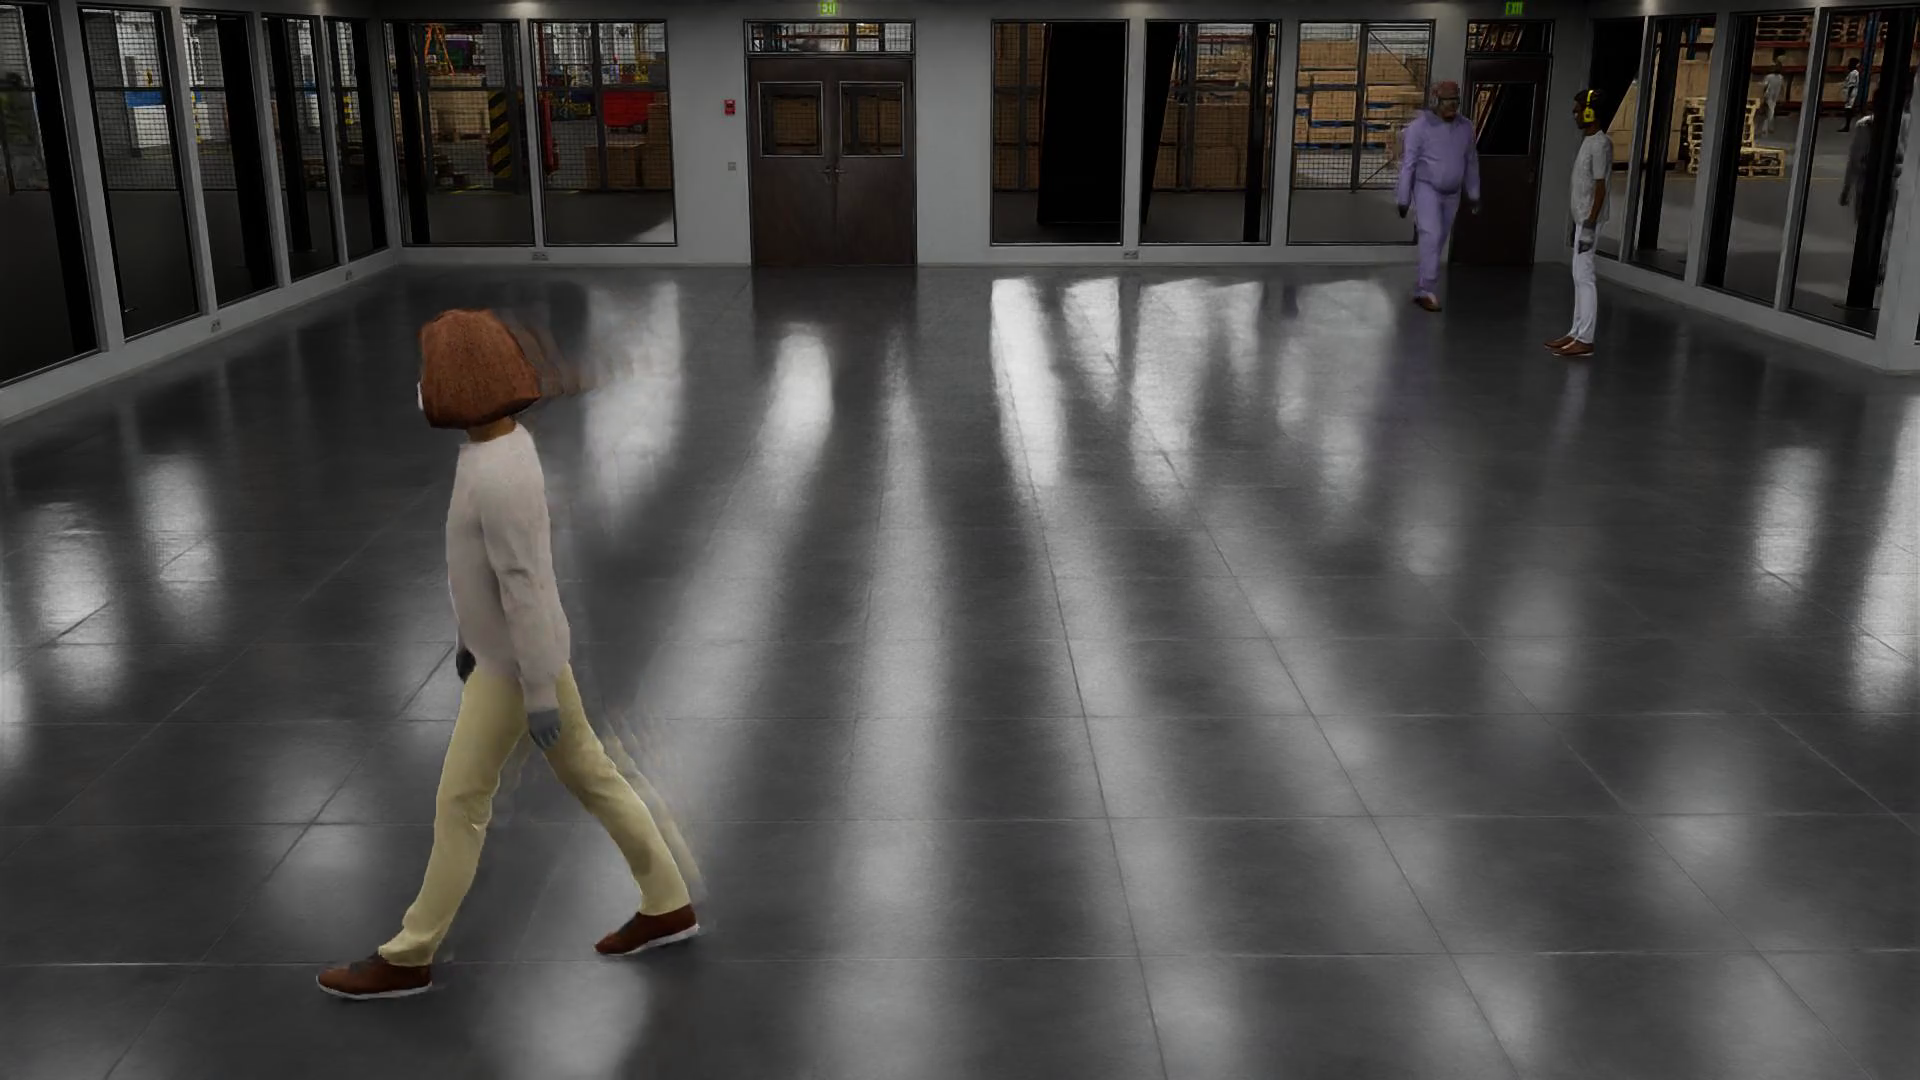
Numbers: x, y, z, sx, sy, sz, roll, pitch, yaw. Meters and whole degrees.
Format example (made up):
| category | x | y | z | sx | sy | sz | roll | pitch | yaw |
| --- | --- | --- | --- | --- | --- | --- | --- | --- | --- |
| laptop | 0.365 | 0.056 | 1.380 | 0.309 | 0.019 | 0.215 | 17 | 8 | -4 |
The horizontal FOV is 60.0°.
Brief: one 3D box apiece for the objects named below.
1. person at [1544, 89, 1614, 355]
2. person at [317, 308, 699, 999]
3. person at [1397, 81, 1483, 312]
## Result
| category | x | y | z | sx | sy | sz | roll | pitch | yaw |
| --- | --- | --- | --- | --- | --- | --- | --- | --- | --- |
| person | 4.427 | -2.240 | 11.811 | 0.332 | 1.865 | 0.520 | 4 | 17 | 13 |
| person | -1.030 | 0.265 | 3.764 | 0.879 | 1.583 | 0.513 | -4 | 17 | -13 |
| person | 4.047 | -2.858 | 13.890 | 0.640 | 1.877 | 0.743 | -7 | 18 | -22 |
